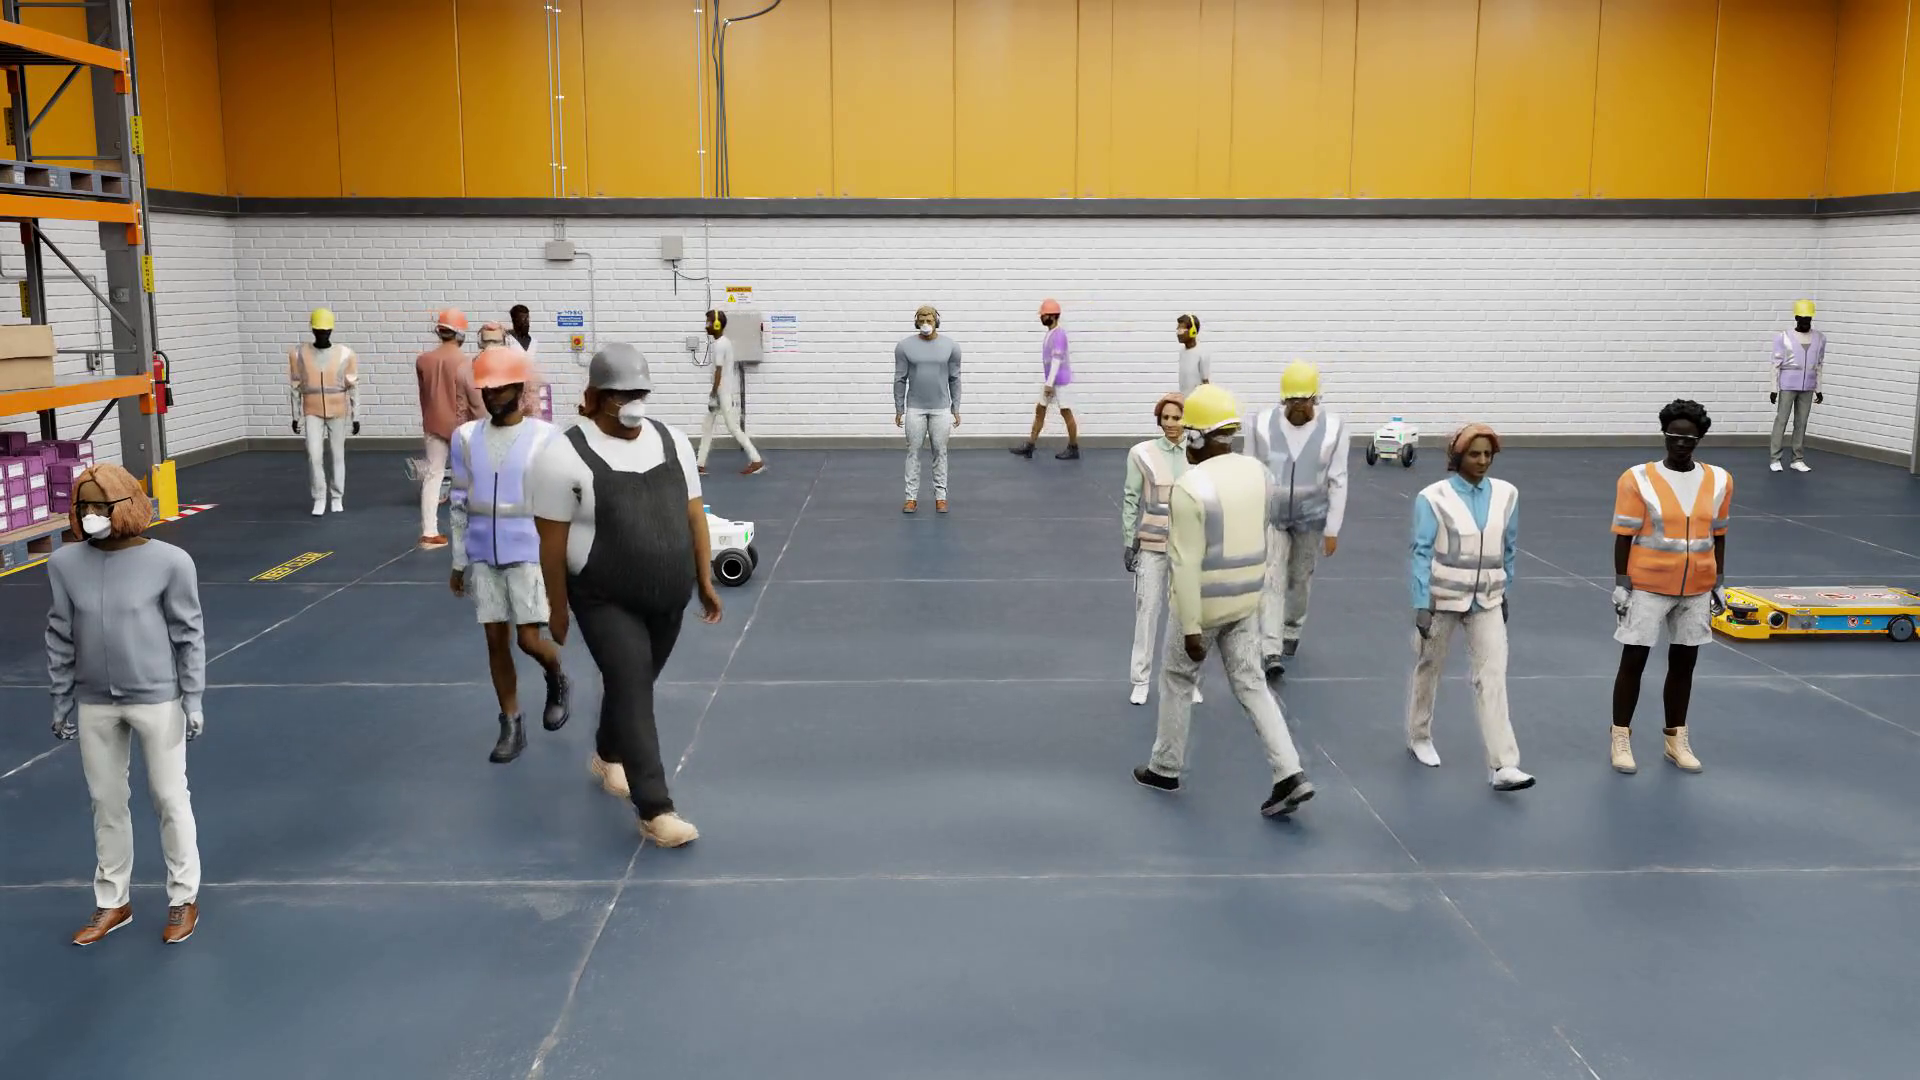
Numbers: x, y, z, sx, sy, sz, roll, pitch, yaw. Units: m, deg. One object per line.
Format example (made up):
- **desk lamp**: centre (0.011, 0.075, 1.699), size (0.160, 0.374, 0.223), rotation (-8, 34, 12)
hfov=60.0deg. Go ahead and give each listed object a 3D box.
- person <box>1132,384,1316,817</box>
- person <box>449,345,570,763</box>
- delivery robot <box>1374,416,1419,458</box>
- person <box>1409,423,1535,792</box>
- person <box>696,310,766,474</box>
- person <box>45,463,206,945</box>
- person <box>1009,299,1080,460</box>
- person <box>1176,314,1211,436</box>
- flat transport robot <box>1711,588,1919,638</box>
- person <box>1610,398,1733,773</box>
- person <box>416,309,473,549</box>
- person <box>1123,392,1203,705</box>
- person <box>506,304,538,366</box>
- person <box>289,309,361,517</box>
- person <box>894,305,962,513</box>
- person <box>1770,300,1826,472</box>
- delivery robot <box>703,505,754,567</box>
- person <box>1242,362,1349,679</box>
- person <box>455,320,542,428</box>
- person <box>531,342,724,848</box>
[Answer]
- **person**: centre (1.106, 0.252, 6.929), size (0.583, 1.803, 0.894), rotation (-7, 11, -36)
- **person**: centre (-2.078, 0.053, 7.752), size (0.551, 1.922, 0.515), rotation (1, 9, 9)
- **delivery robot**: centre (5.066, -1.193, 19.283), size (0.477, 0.478, 0.707), rotation (6, 11, 32)
- **person**: centre (2.225, 0.288, 7.306), size (0.543, 1.585, 0.872), rotation (-2, 9, -11)
- **person**: centre (-2.600, -1.607, 18.257), size (0.962, 1.832, 0.548), rotation (-1, 9, -7)
- **person**: centre (-2.786, 0.552, 5.573), size (0.507, 1.632, 0.267), rotation (0, 9, -2)
- **person**: centre (1.008, -1.881, 19.662), size (0.930, 1.896, 0.551), rotation (-3, 10, -17)
- **person**: centre (2.354, -1.284, 16.216), size (0.779, 1.845, 0.519), rotation (-4, 10, -22)
- **flat transport robot**: centre (5.395, 0.445, 10.393), size (1.431, 0.197, 0.652), rotation (0, 9, -1)
- **person**: centre (3.184, 0.209, 7.468), size (0.540, 1.698, 0.317), rotation (0, 9, -2)
- **person**: centre (-4.167, -0.927, 13.704), size (0.609, 1.940, 1.030), rotation (2, 9, 10)
- **person**: centre (1.104, 0.049, 8.648), size (0.523, 1.636, 0.311), rotation (0, 9, -2)
- **person**: centre (-4.880, -1.621, 18.153), size (0.812, 1.895, 0.596), rotation (6, 11, 31)
- **person**: centre (-5.822, -1.160, 15.264), size (0.612, 1.892, 0.821), rotation (-3, 10, -17)
- **person**: centre (-0.299, -1.212, 15.452), size (0.635, 1.937, 0.354), rotation (0, 9, -2)
- **person**: centre (9.364, -1.717, 18.585), size (0.594, 1.924, 0.383), rotation (0, 9, -2)
- **delivery robot**: centre (-1.859, -0.011, 12.037), size (0.707, 0.478, 0.477), rotation (0, 9, -1)
- **person**: centre (1.846, -0.128, 9.339), size (0.630, 1.755, 0.975), rotation (2, 9, 10)
- **person**: centre (-3.448, -0.701, 12.468), size (0.645, 1.885, 0.434), rotation (-2, 9, -10)
- **person**: centre (-1.361, 0.145, 6.822), size (0.687, 2.000, 1.053), rotation (-9, 13, -43)
